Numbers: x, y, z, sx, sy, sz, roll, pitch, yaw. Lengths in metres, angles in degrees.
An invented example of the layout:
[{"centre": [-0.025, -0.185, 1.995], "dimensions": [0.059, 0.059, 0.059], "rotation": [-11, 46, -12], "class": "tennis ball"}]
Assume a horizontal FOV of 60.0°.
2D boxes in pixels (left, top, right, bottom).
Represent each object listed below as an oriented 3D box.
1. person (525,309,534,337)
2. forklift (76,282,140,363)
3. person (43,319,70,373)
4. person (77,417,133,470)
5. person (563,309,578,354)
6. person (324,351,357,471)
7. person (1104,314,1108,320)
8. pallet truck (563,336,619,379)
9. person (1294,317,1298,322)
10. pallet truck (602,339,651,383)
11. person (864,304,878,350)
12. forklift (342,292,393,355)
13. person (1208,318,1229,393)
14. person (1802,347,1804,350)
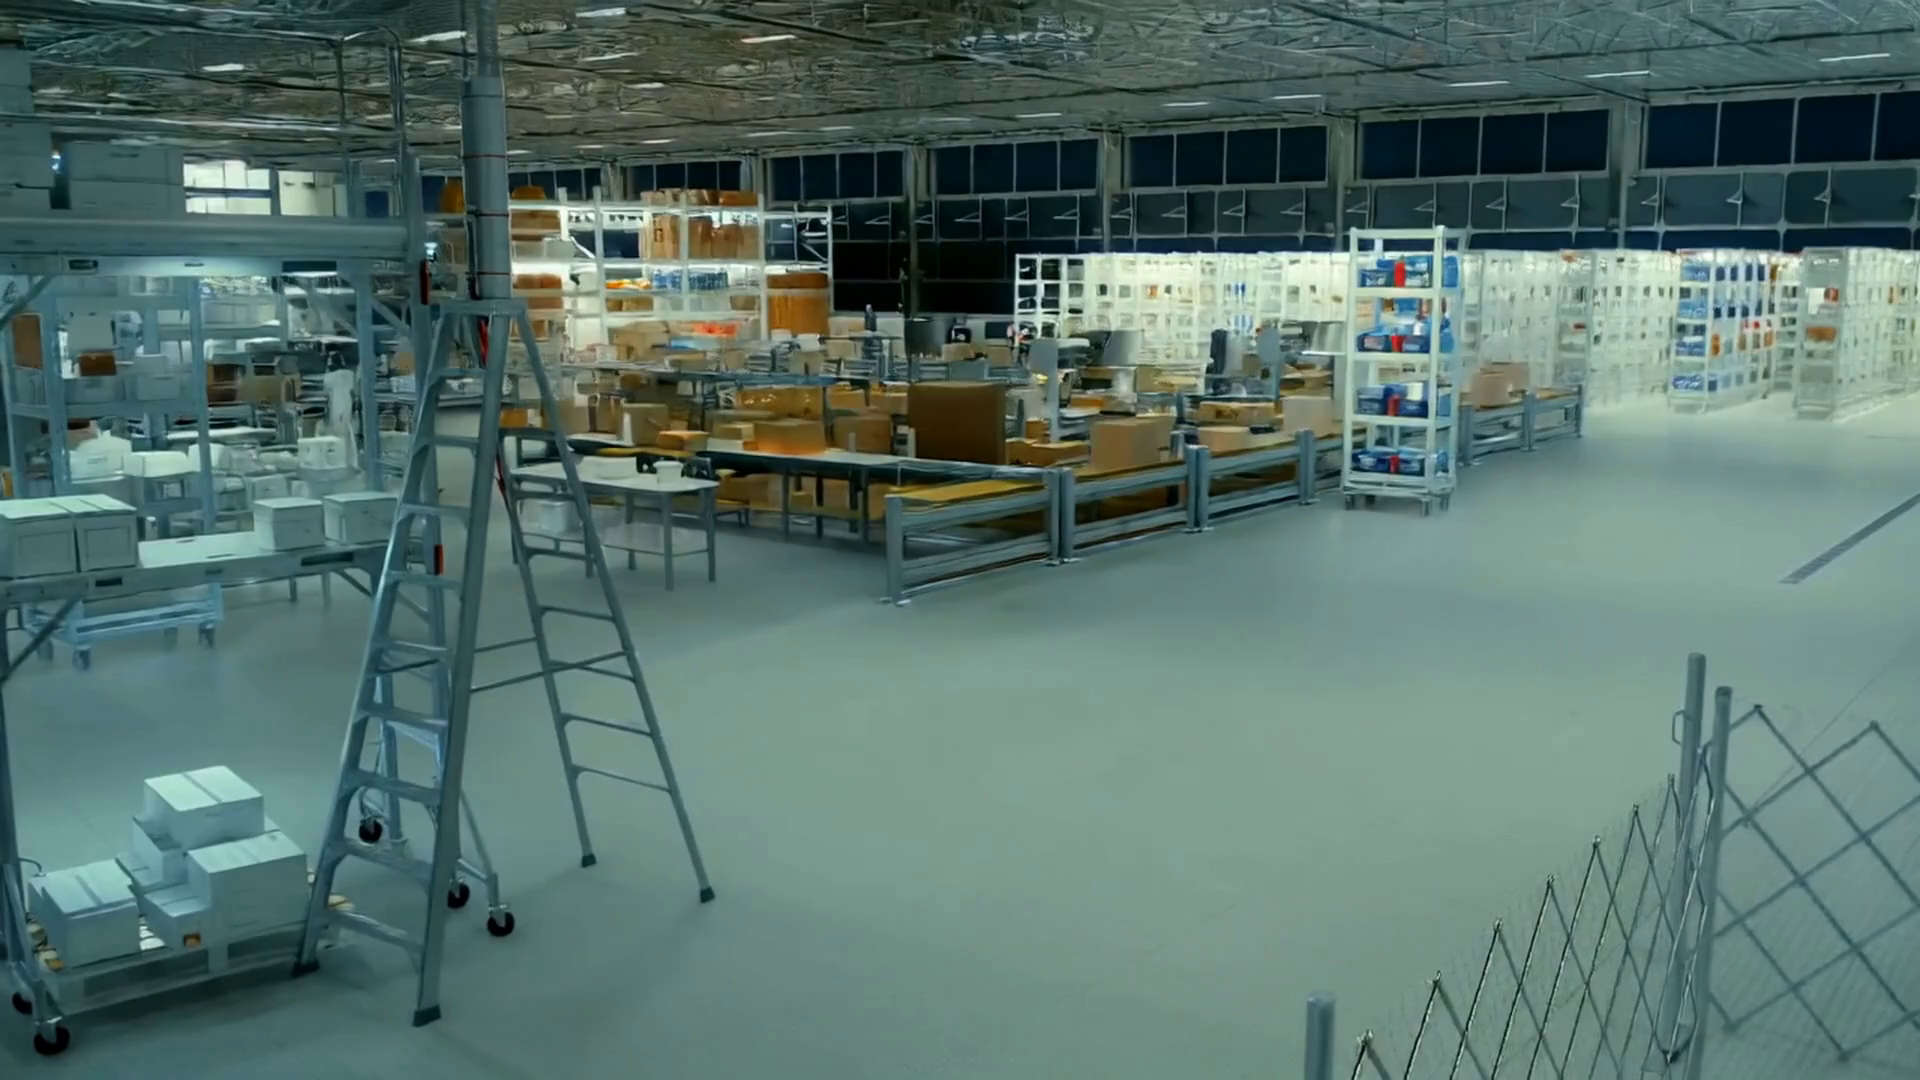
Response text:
[{"centre": [-15.384, -7.325, 59.221], "dimensions": [0.311, 1.768, 0.522], "rotation": [7, 11, 37], "class": "person"}, {"centre": [-22.408, -5.304, 43.133], "dimensions": [1.873, 2.768, 1.129], "rotation": [3, 10, 17], "class": "forklift"}, {"centre": [-21.763, -4.340, 40.041], "dimensions": [0.395, 1.941, 0.601], "rotation": [7, 11, 37], "class": "person"}, {"centre": [-8.280, -0.423, 16.158], "dimensions": [0.320, 1.763, 0.522], "rotation": [7, 11, 37], "class": "person"}, {"centre": [-13.285, -6.943, 56.647], "dimensions": [0.403, 1.825, 0.586], "rotation": [7, 11, 37], "class": "person"}, {"centre": [-9.463, -1.954, 25.393], "dimensions": [0.329, 1.865, 0.508], "rotation": [7, 11, 37], "class": "person"}, {"centre": [4.991, -6.802, 56.141], "dimensions": [0.907, 1.696, 0.584], "rotation": [0, 9, 3], "class": "person"}, {"centre": [-10.690, -5.294, 48.215], "dimensions": [1.601, 1.201, 0.680], "rotation": [-5, 10, -26], "class": "pallet truck"}, {"centre": [10.085, -5.828, 49.645], "dimensions": [0.390, 1.839, 0.564], "rotation": [7, 11, 37], "class": "person"}, {"centre": [-8.991, -4.871, 45.351], "dimensions": [0.653, 1.274, 1.630], "rotation": [7, 11, 37], "class": "pallet truck"}, {"centre": [-3.403, -7.953, 62.713], "dimensions": [0.409, 1.904, 0.640], "rotation": [7, 11, 37], "class": "person"}, {"centre": [-16.485, -5.622, 45.120], "dimensions": [1.129, 2.768, 1.873], "rotation": [7, 11, 37], "class": "forklift"}, {"centre": [6.538, -4.668, 42.198], "dimensions": [0.409, 1.909, 0.640], "rotation": [7, 11, 37], "class": "person"}, {"centre": [25.862, -5.985, 50.672], "dimensions": [0.425, 1.821, 0.617], "rotation": [4, 10, 25], "class": "person"}]
